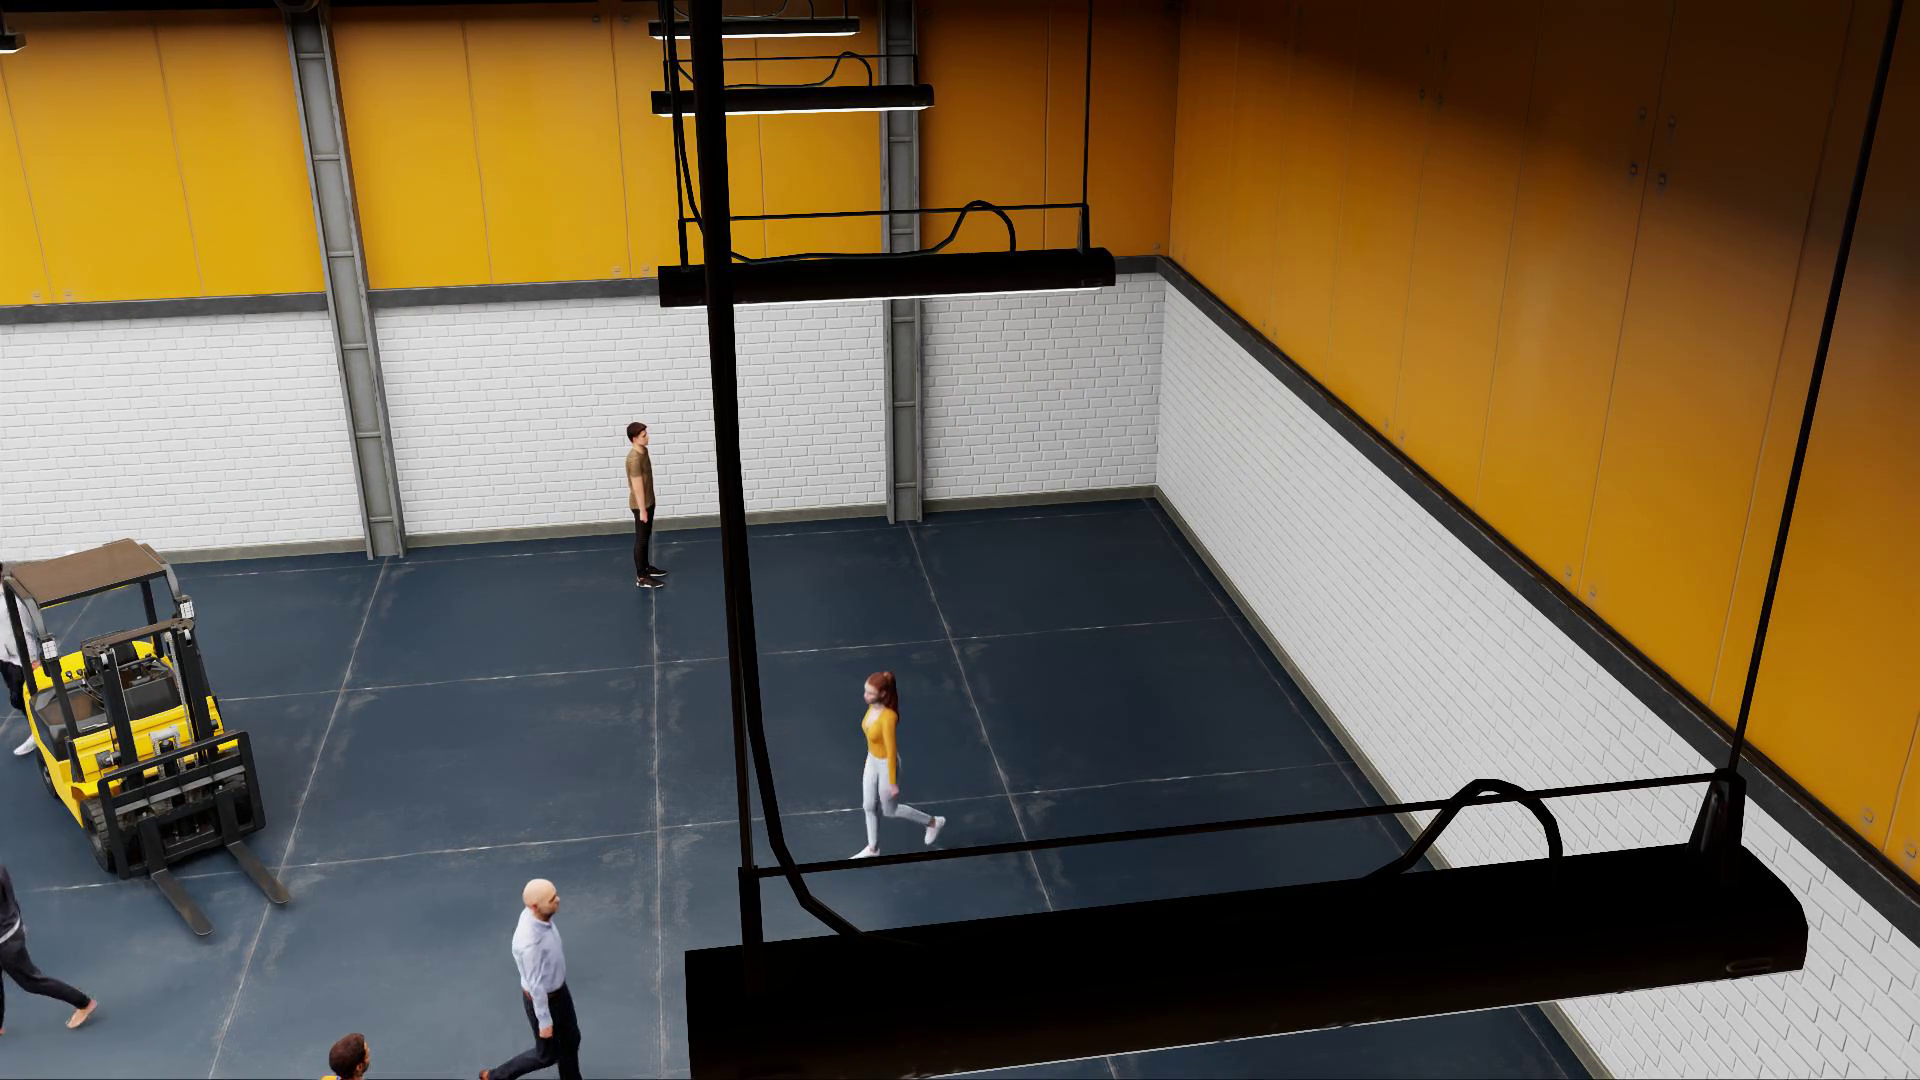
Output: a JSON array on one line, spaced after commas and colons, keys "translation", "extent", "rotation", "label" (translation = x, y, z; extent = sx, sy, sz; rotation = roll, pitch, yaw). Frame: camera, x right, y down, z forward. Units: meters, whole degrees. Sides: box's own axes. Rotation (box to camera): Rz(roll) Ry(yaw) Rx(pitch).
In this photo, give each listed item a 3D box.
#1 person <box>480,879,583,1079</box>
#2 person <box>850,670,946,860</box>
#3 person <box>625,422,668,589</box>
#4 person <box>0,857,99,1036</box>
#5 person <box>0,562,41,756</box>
[{"translation": [-2.704, 2.936, 10.539], "extent": [1.094, 1.771, 0.760], "rotation": [0, 24, -1], "label": "person"}, {"translation": [-0.513, 1.803, 13.184], "extent": [1.076, 1.728, 0.783], "rotation": [-8, 25, -18], "label": "person"}, {"translation": [-3.453, -0.406, 18.082], "extent": [0.614, 1.852, 0.696], "rotation": [0, 24, -1], "label": "person"}, {"translation": [-6.404, 2.653, 11.272], "extent": [1.147, 1.702, 0.824], "rotation": [-12, 26, -26], "label": "person"}, {"translation": [-8.318, 0.993, 14.805], "extent": [0.867, 1.913, 0.936], "rotation": [12, 26, 25], "label": "person"}]
